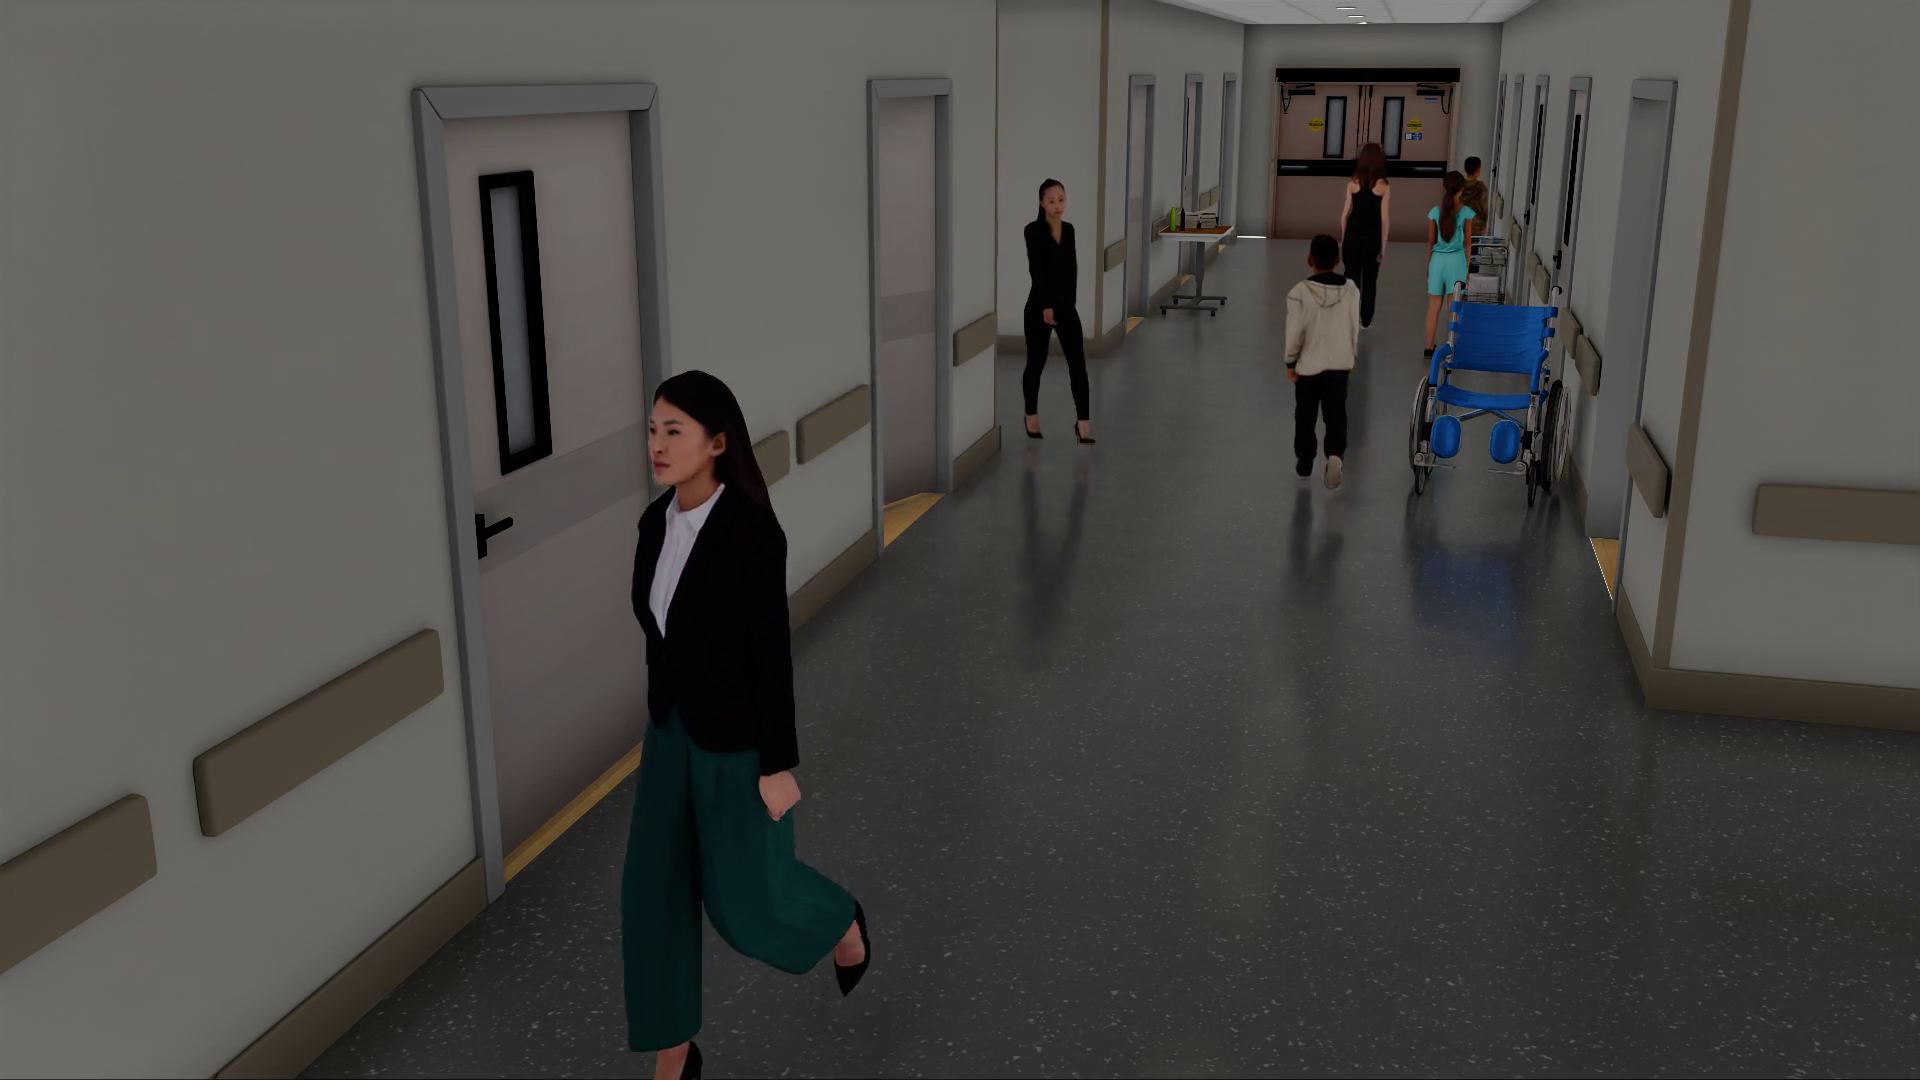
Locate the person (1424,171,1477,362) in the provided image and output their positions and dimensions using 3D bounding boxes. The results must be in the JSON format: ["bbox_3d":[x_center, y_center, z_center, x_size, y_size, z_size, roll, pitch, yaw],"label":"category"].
[{"bbox_3d":[4.084,-2.297,13.905,0.596,1.559,0.603,9,18,28],"label":"person"}]

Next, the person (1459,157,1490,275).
[{"bbox_3d":[5.536,-3.431,18.121,0.668,1.454,0.683,12,20,37],"label":"person"}]

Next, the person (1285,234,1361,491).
[{"bbox_3d":[2.096,-1.004,9.540,0.687,1.439,0.934,1,16,4],"label":"person"}]

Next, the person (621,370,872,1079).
[{"bbox_3d":[-0.489,0.481,3.763,0.827,1.714,1.097,11,19,33],"label":"person"}]

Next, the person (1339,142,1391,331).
[{"bbox_3d":[3.561,-2.616,14.784,0.638,1.695,1.162,5,17,17],"label":"person"}]

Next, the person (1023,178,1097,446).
[{"bbox_3d":[0.510,-1.427,10.613,0.931,1.671,0.966,-11,19,-33],"label":"person"}]
